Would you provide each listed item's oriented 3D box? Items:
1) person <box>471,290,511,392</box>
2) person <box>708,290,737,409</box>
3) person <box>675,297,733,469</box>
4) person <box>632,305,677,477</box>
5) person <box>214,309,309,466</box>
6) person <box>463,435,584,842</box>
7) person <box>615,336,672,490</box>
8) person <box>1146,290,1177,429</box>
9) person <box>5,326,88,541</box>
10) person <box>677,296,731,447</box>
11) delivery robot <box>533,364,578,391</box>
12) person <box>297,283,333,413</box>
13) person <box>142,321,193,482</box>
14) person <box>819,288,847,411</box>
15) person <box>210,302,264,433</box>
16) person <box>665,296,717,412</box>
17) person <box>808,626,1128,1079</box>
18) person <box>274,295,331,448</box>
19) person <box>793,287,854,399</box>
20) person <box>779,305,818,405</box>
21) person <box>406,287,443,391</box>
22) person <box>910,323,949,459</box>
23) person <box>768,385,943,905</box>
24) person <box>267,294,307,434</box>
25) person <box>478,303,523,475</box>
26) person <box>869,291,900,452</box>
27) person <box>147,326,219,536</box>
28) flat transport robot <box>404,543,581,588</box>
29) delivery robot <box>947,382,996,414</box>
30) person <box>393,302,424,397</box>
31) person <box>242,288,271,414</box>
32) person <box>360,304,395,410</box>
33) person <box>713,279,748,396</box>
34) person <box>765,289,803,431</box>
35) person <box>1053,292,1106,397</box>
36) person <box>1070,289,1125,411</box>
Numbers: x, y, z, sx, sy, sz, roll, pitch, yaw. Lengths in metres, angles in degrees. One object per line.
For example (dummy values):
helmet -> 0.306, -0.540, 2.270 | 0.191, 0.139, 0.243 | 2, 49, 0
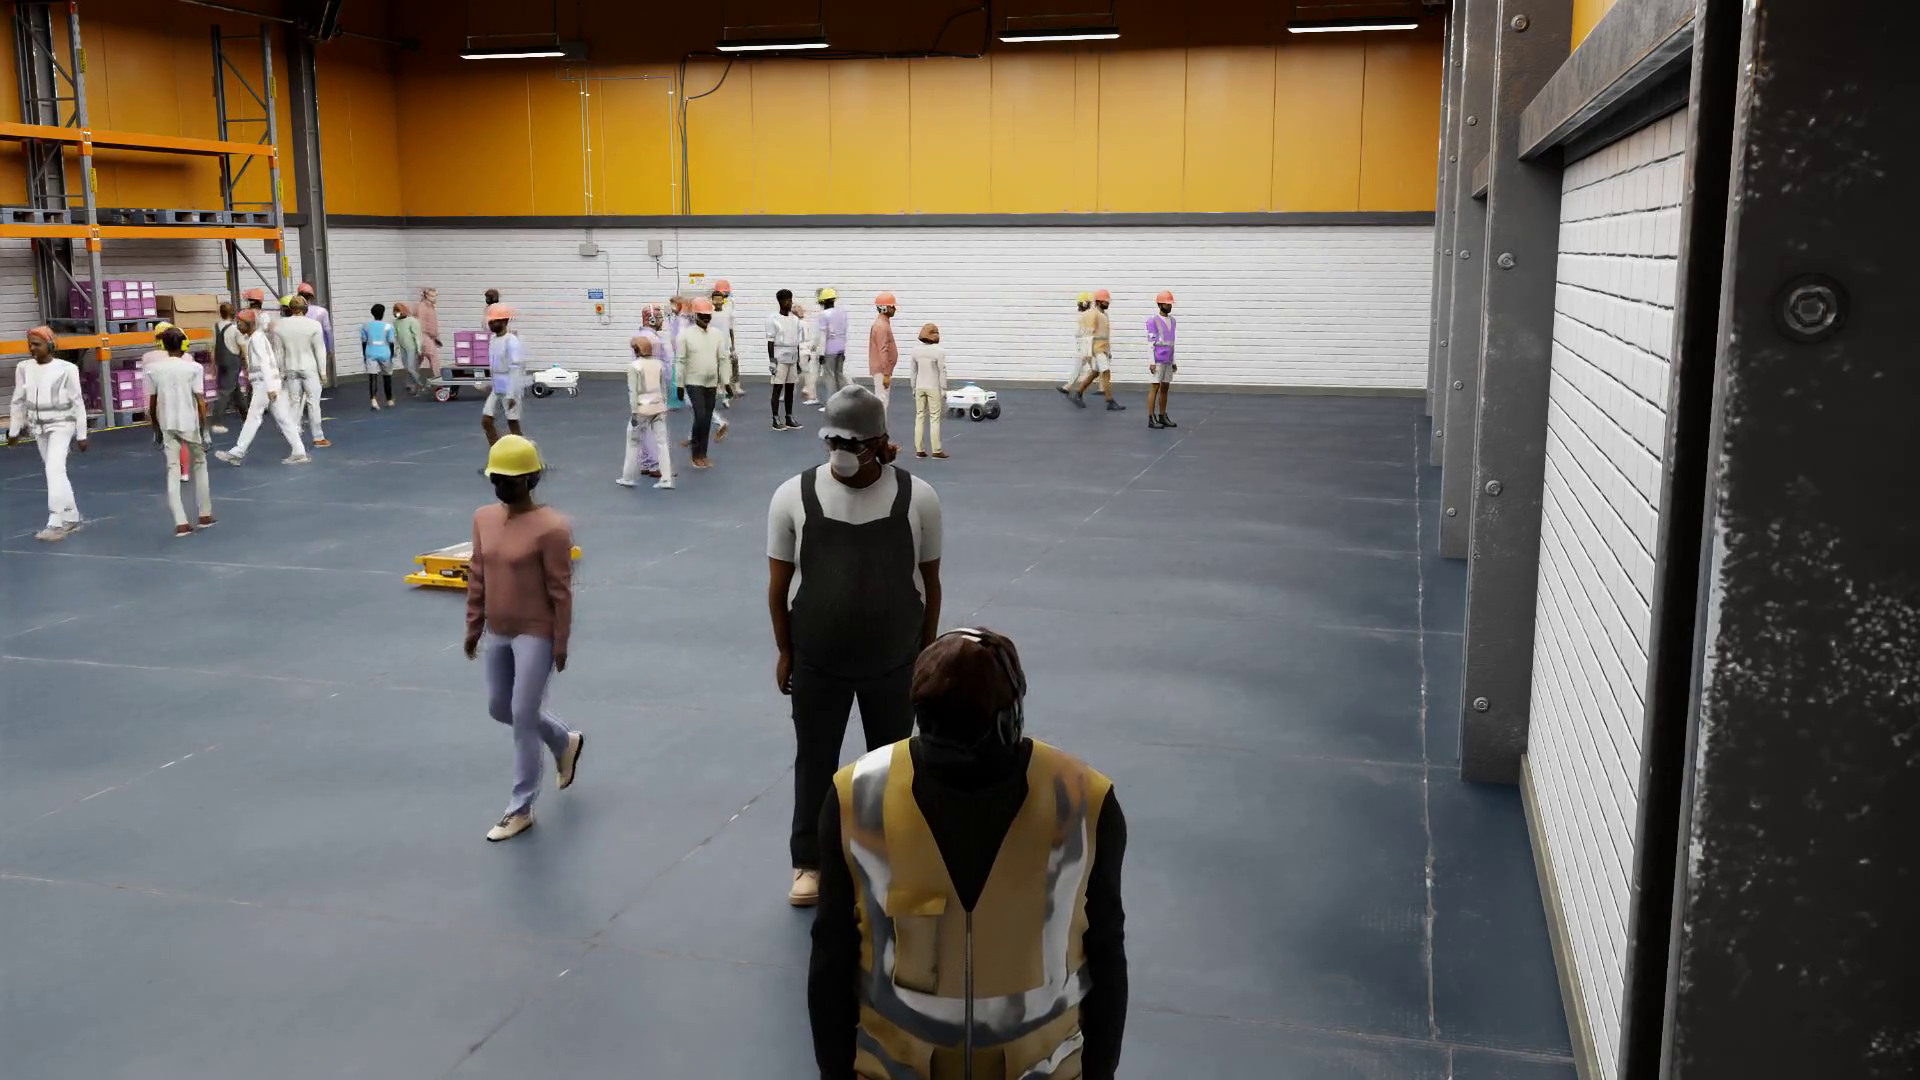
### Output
person -> -8.268, -3.528, 29.438 | 0.652, 1.786, 0.979 | 9, 14, 42
person -> -3.774, -2.973, 26.071 | 0.532, 1.868, 0.310 | -3, 10, -16
person -> -2.920, -1.793, 19.099 | 0.613, 1.969, 0.650 | -9, 14, -43
person -> -3.394, -1.655, 18.486 | 0.409, 1.913, 0.645 | -5, 11, -27
person -> -8.155, -1.766, 19.361 | 1.037, 1.824, 0.623 | -3, 10, -16
person -> -1.899, 0.391, 7.343 | 0.532, 1.747, 0.675 | 6, 11, 29
person -> -3.358, -1.335, 17.521 | 0.764, 1.602, 0.552 | 7, 12, 34
person -> 2.862, -2.537, 23.409 | 0.543, 1.939, 0.356 | -10, 14, -43
person -> -8.010, -0.922, 14.510 | 0.599, 1.855, 0.830 | 2, 10, 14
person -> -3.290, -2.122, 21.108 | 0.567, 1.927, 0.638 | -2, 10, -12
delivery robot -> -6.853, -2.743, 28.224 | 0.707, 0.478, 0.477 | 0, 10, 1
person -> -10.055, -2.968, 25.741 | 0.625, 1.985, 1.084 | -3, 10, -17
person -> -8.555, -1.486, 17.996 | 0.579, 1.741, 0.440 | -9, 14, -43
person -> -2.001, -2.942, 25.823 | 0.447, 1.906, 0.595 | 7, 12, 33
person -> -10.059, -2.380, 22.945 | 0.520, 1.794, 0.989 | 4, 11, 22
person -> -4.191, -2.847, 25.534 | 0.784, 1.817, 0.567 | -3, 11, -18
person -> 0.016, 1.066, 3.289 | 0.634, 1.837, 0.429 | 0, 10, 1
person -> -8.331, -2.127, 21.082 | 0.627, 1.940, 0.372 | 0, 10, 1
person -> -2.216, -3.283, 27.834 | 1.082, 1.881, 0.616 | -2, 10, -9
person -> -2.664, -2.976, 26.838 | 0.814, 1.593, 0.506 | 2, 10, 9
person -> -9.472, -3.551, 29.492 | 0.892, 1.832, 0.674 | -1, 10, -8
person -> -0.372, -1.791, 20.049 | 0.501, 1.632, 0.286 | 7, 12, 33
person -> -0.392, 0.410, 6.427 | 0.684, 2.000, 0.536 | -1, 10, -6
person -> -9.066, -2.370, 22.541 | 0.596, 1.906, 0.434 | 0, 10, 2
person -> -5.139, -1.651, 18.431 | 0.570, 1.919, 0.649 | 9, 14, 43
person -> -0.940, -2.090, 20.709 | 0.387, 1.996, 0.611 | -1, 10, -5
person -> -6.943, -0.990, 14.907 | 0.562, 1.841, 0.796 | -1, 10, -6
flat transport robot -> -3.617, 0.141, 12.963 | 0.652, 0.197, 1.431 | 3, 11, 18
delivery robot -> 0.171, -2.087, 24.505 | 0.707, 0.478, 0.477 | 6, 12, 31
person -> -9.360, -3.213, 28.140 | 0.529, 1.606, 0.376 | 5, 11, 27
person -> -10.683, -2.858, 25.288 | 0.551, 1.917, 0.458 | 4, 11, 21
person -> -9.152, -2.882, 26.165 | 0.540, 1.656, 0.865 | -1, 10, -8
person -> -3.977, -3.425, 28.254 | 0.627, 1.993, 0.904 | -8, 13, -38
person -> -2.437, -2.510, 23.170 | 0.367, 1.966, 0.607 | 8, 13, 38
person -> 2.089, -3.310, 28.224 | 0.951, 1.776, 0.627 | 1, 10, 5
person -> 2.133, -2.983, 26.053 | 0.962, 1.903, 0.555 | 5, 11, 27
